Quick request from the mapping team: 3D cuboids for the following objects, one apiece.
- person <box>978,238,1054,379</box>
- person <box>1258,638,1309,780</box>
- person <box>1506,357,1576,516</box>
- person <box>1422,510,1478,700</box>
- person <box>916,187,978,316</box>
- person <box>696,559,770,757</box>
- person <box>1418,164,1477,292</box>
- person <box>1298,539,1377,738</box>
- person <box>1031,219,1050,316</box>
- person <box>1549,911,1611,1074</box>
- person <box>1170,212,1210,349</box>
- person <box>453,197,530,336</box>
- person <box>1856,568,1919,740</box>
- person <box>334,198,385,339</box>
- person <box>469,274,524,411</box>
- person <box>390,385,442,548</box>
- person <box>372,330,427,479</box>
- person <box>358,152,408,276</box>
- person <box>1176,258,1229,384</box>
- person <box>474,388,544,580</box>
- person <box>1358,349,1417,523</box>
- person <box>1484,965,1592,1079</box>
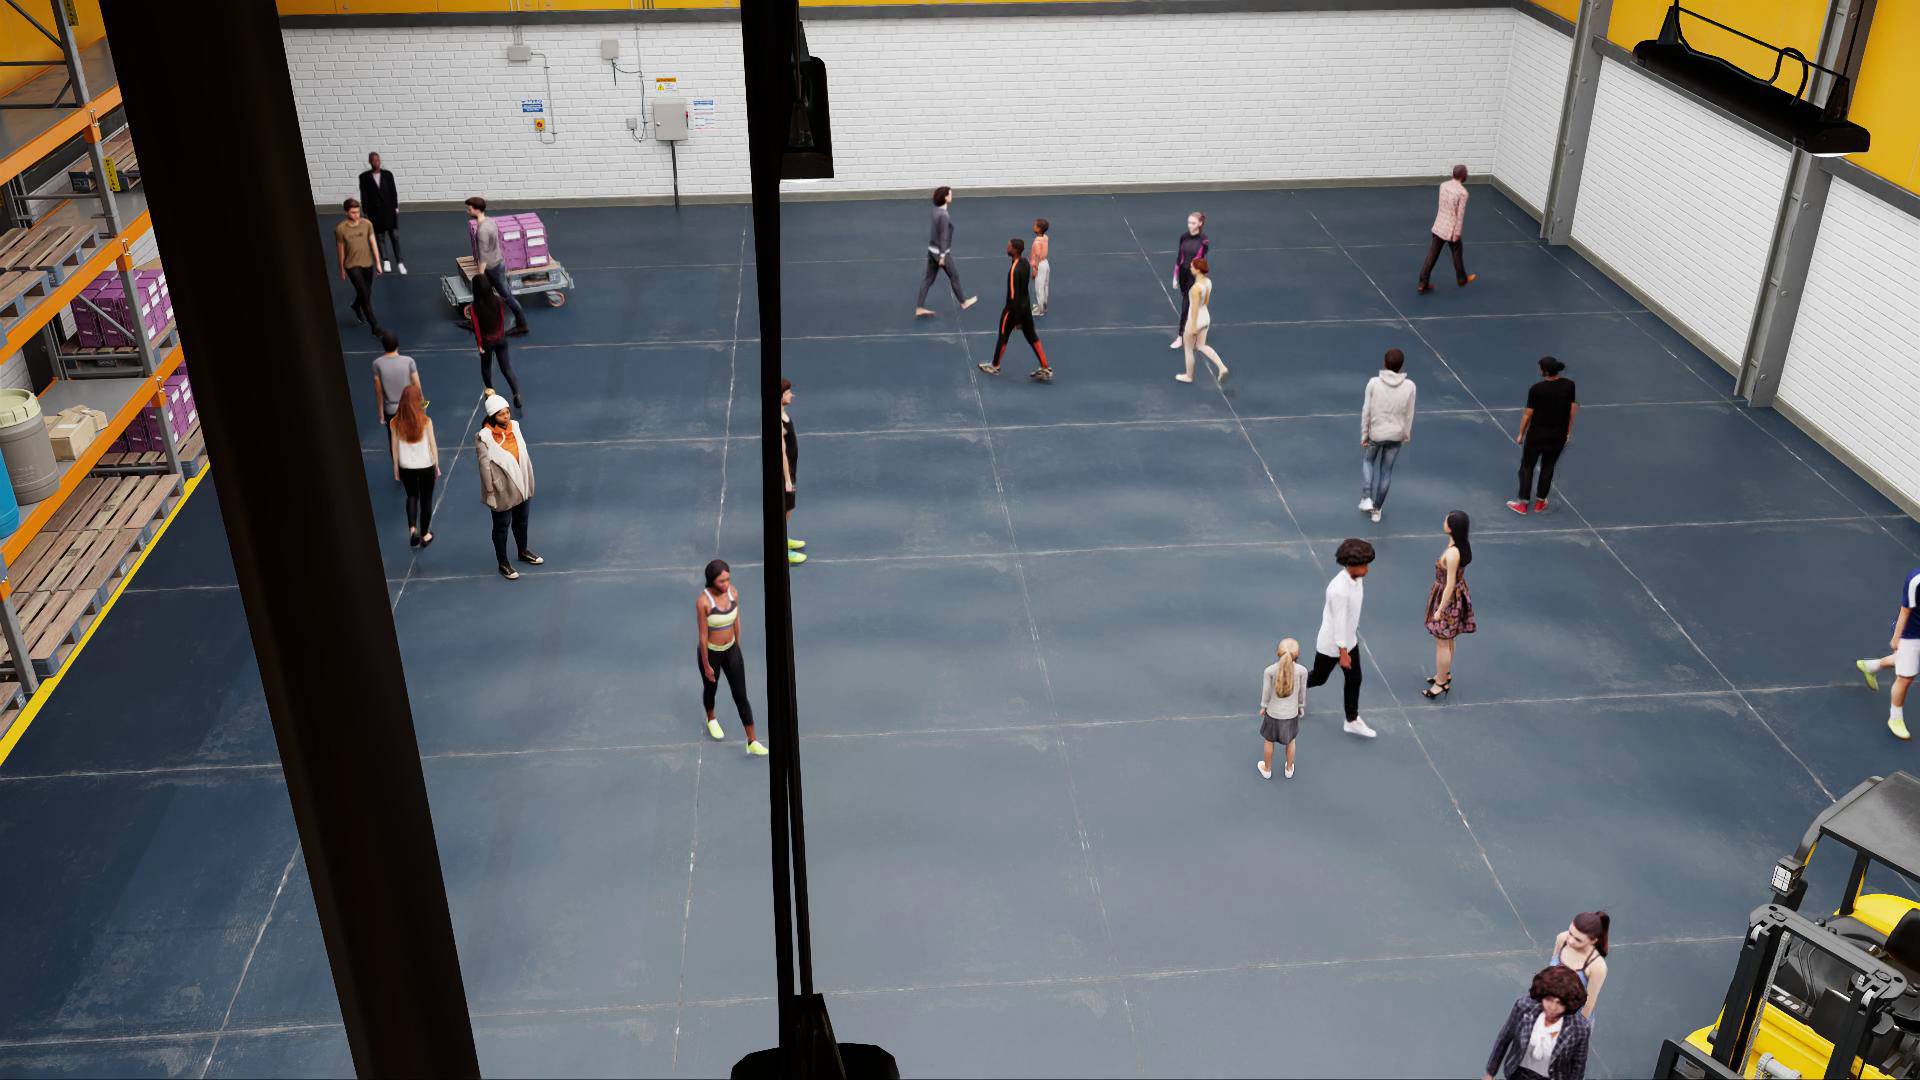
[{"bbox_3d":[0.799,-2.763,20.130,1.121,1.766,1.192,14,32,24],"label":"person"},{"bbox_3d":[2.551,1.324,13.149,0.525,1.275,0.538,1,29,1],"label":"person"},{"bbox_3d":[6.031,-1.077,17.073,0.702,1.733,0.653,8,30,14],"label":"person"},{"bbox_3d":[4.119,0.539,14.068,0.858,1.774,0.780,14,32,24],"label":"person"},{"bbox_3d":[-0.347,-3.777,22.043,0.986,1.714,1.133,-14,32,-24],"label":"person"},{"bbox_3d":[-2.001,0.902,13.461,0.936,1.717,1.130,-18,34,-30],"label":"person"},{"bbox_3d":[6.635,-4.242,22.846,1.092,1.762,1.195,-17,33,-28],"label":"person"},{"bbox_3d":[3.011,0.784,13.621,1.148,1.772,1.106,21,35,34],"label":"person"},{"bbox_3d":[1.084,-3.665,22.258,0.627,1.310,0.541,14,31,23],"label":"person"},{"bbox_3d":[3.709,2.851,10.016,0.729,1.596,0.712,-10,30,-18],"label":"person"},{"bbox_3d":[2.993,-3.365,21.292,1.074,1.709,1.197,21,35,33],"label":"person"},{"bbox_3d":[-5.898,-3.482,21.348,0.899,1.861,1.162,-7,29,-12],"label":"person"},{"bbox_3d":[7.802,0.726,13.700,0.834,1.798,1.119,-12,31,-21],"label":"person"},{"bbox_3d":[-7.820,-3.547,21.519,1.278,1.812,1.148,25,37,37],"label":"person"},{"bbox_3d":[-5.387,-2.275,19.387,0.972,1.620,1.130,-22,35,-34],"label":"person"},{"bbox_3d":[-5.338,-0.665,16.351,0.581,1.702,0.698,-3,29,-6],"label":"person"},{"bbox_3d":[-5.898,-1.342,17.555,0.697,1.737,0.738,-8,30,-13],"label":"person"},{"bbox_3d":[-8.245,-4.674,23.658,0.794,1.742,0.905,-10,30,-18],"label":"person"},{"bbox_3d":[2.936,-2.586,19.956,0.953,1.621,0.920,21,35,33],"label":"person"},{"bbox_3d":[-4.362,-0.568,15.975,0.882,1.891,0.797,16,32,27],"label":"person"},{"bbox_3d":[4.316,-1.029,16.874,0.753,1.839,0.729,5,29,9],"label":"person"},{"bbox_3d":[3.322,3.064,9.568,1.058,1.650,1.139,21,35,33],"label":"person"}]
